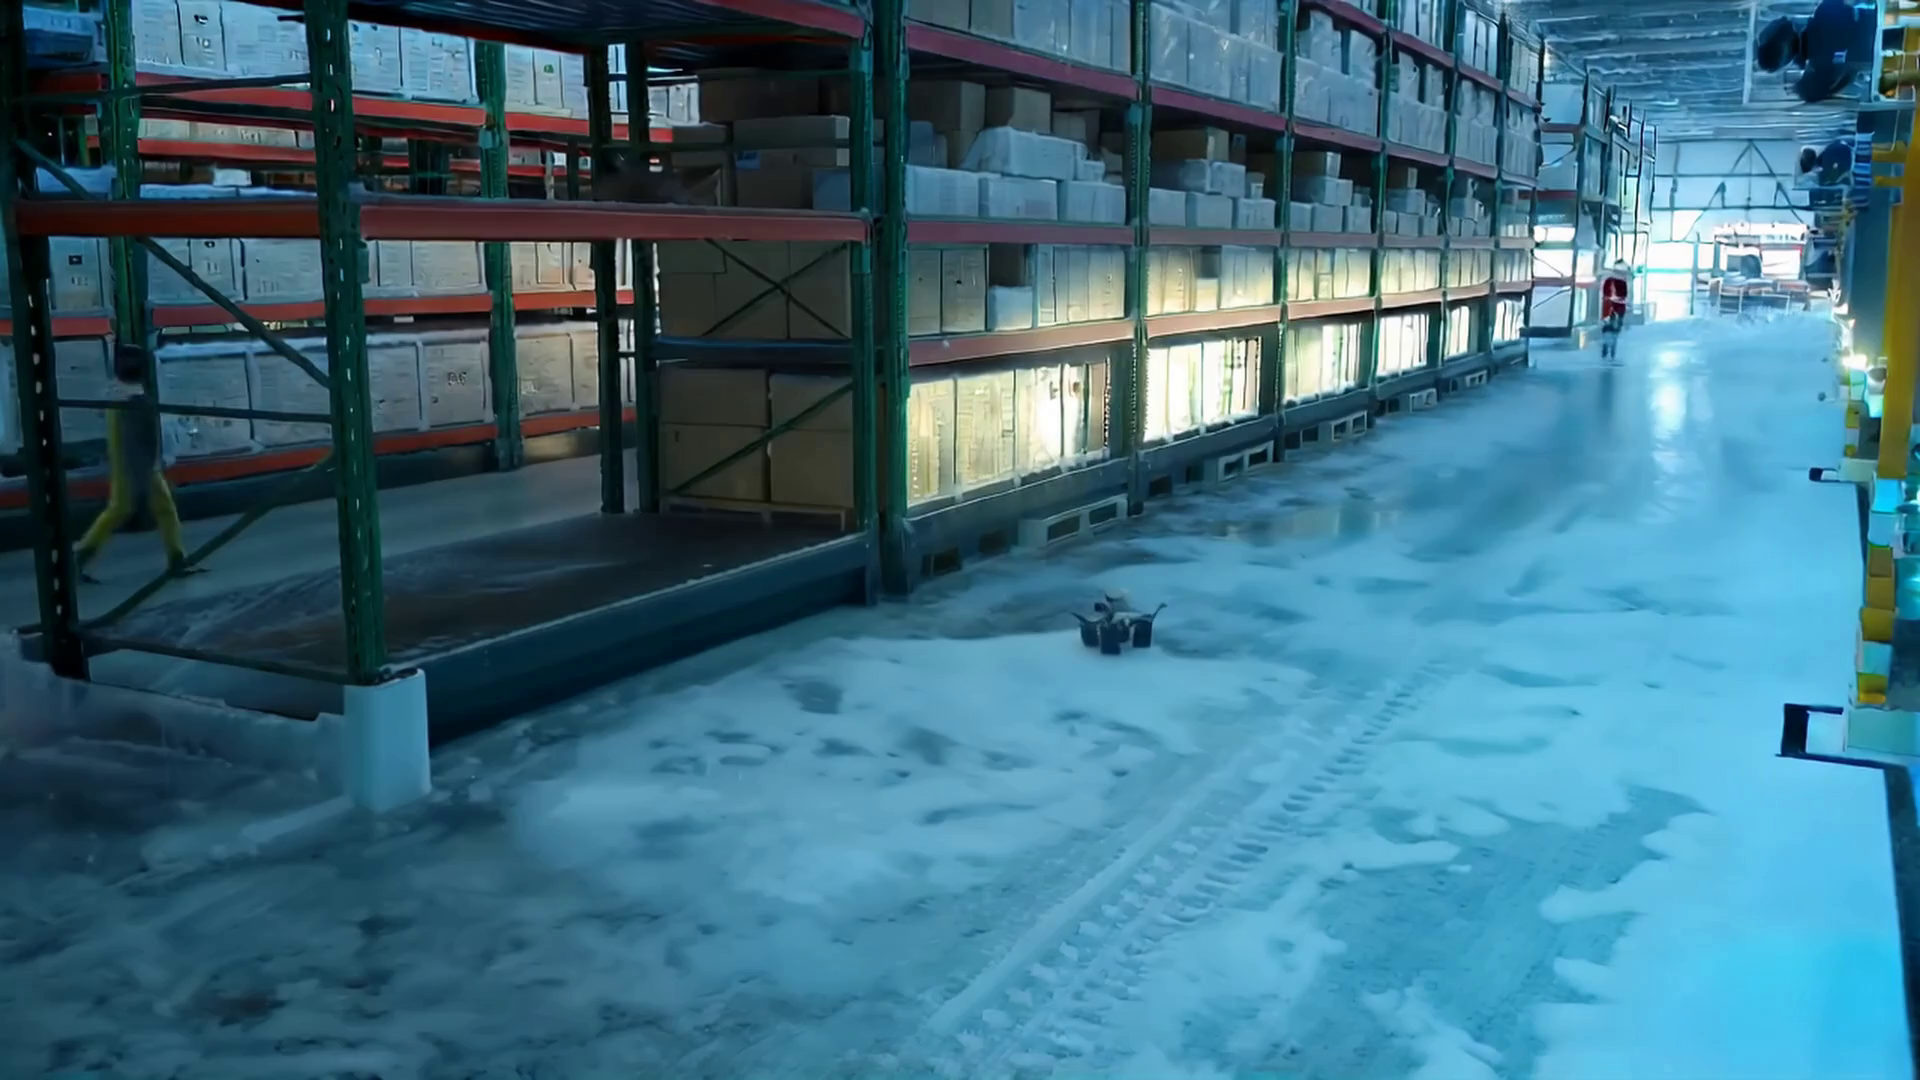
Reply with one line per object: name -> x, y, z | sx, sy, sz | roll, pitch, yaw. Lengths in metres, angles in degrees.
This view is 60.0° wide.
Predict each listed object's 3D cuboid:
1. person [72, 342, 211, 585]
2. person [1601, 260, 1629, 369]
person -> -5.492, -0.502, 10.949 | 0.834, 1.606, 0.512 | -9, 14, -43
person -> 12.418, -4.259, 31.448 | 0.605, 2.036, 0.393 | -7, 12, -36
